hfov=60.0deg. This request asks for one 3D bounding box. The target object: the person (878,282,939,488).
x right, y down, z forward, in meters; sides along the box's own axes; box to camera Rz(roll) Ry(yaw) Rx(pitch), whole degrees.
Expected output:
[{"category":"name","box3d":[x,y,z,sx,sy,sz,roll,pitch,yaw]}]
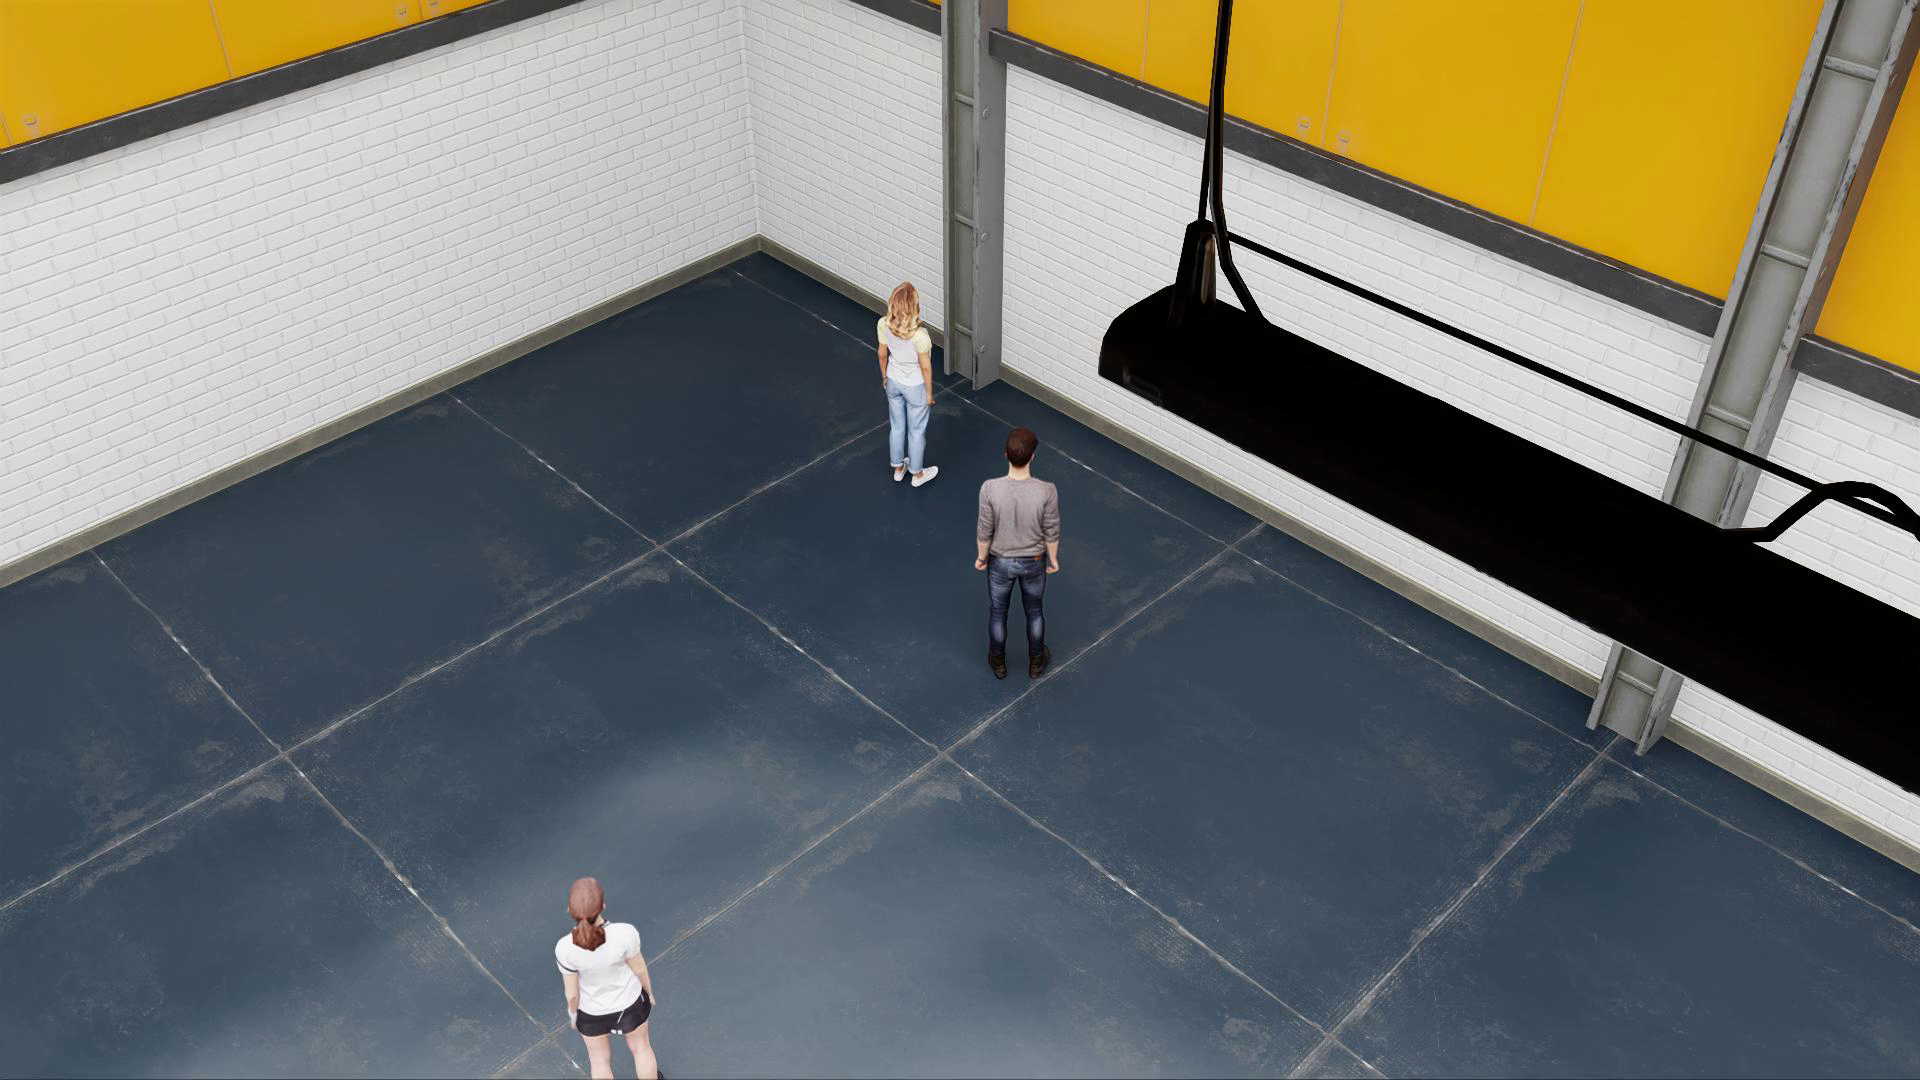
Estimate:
[{"category":"person","box3d":[-0.396,-1.160,12.487,0.572,1.723,0.735,20,43,24]}]

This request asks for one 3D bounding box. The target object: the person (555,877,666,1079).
[{"category":"person","box3d":[-1.719,2.277,8.161,0.663,1.752,0.686,-12,40,-14]}]

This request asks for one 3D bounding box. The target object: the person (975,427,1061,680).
[{"category":"person","box3d":[0.367,0.119,10.741,0.754,1.903,0.822,1,39,1]}]
